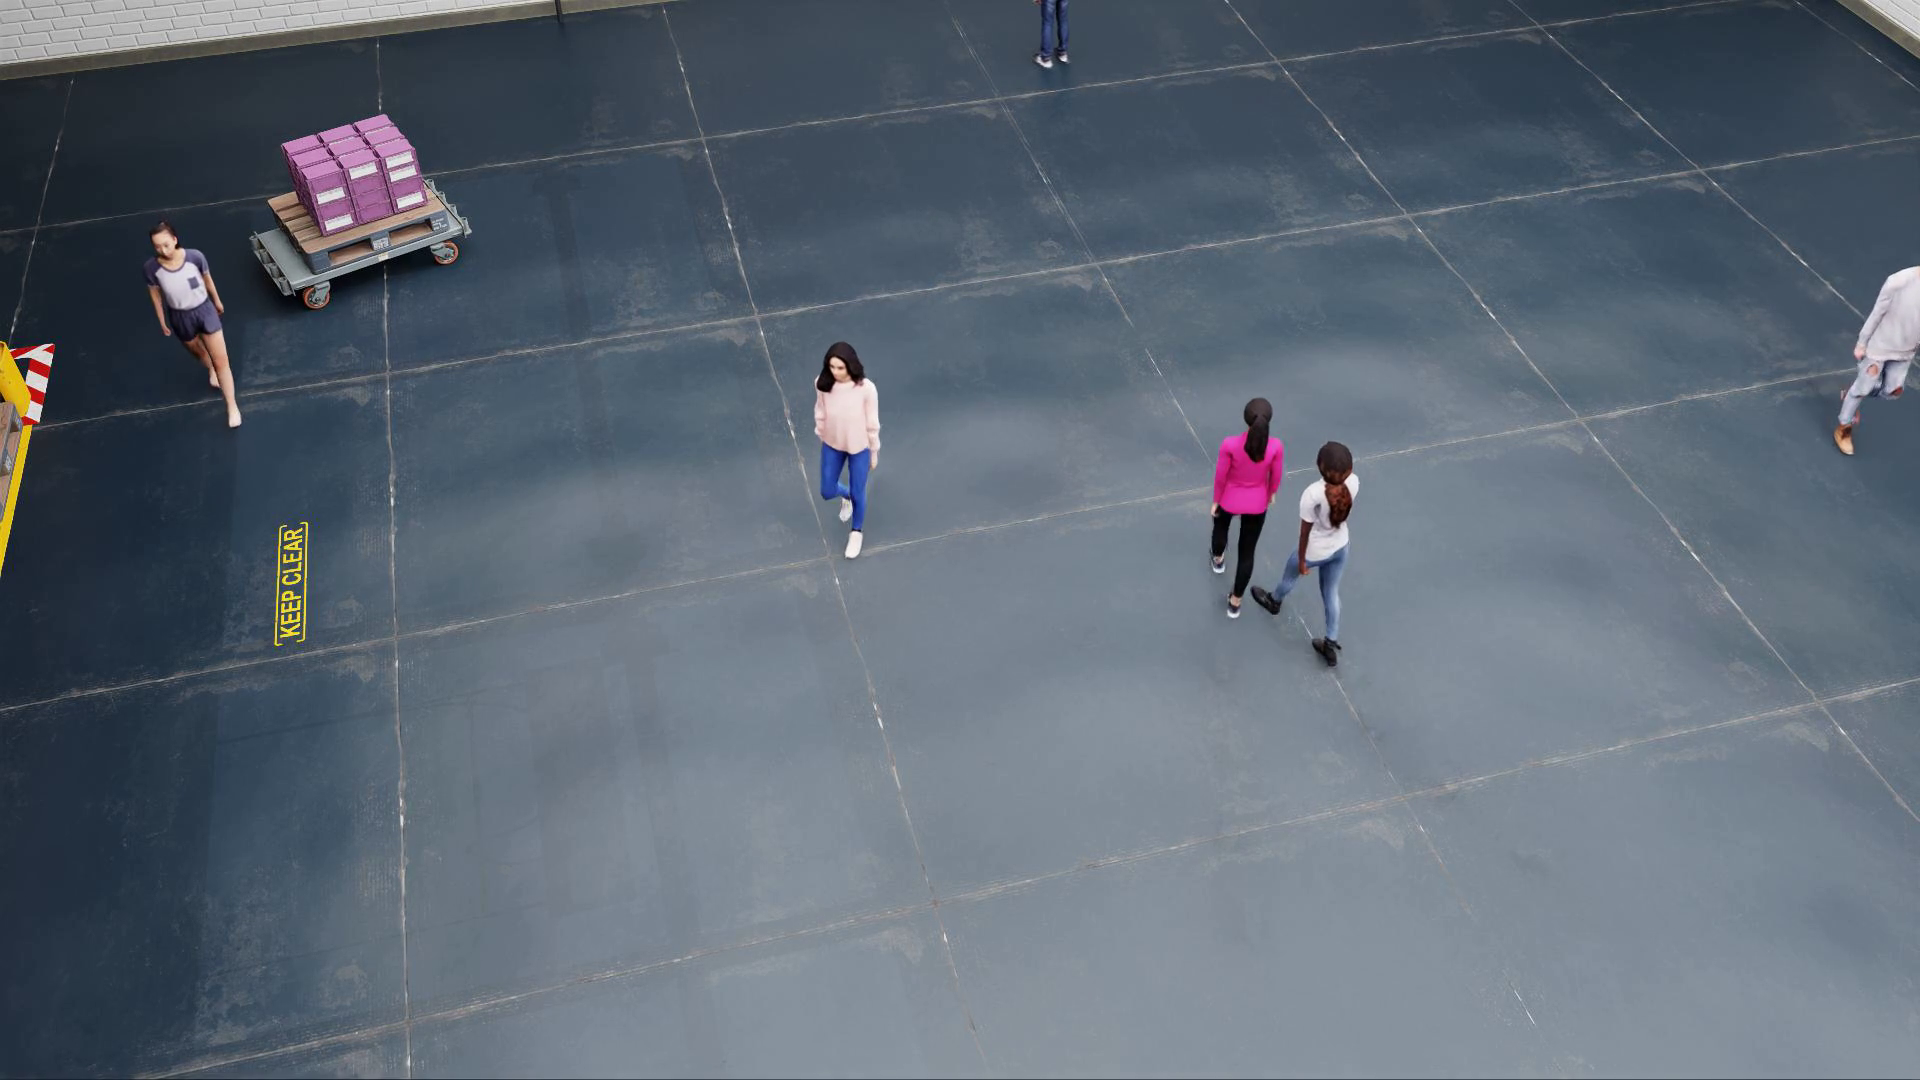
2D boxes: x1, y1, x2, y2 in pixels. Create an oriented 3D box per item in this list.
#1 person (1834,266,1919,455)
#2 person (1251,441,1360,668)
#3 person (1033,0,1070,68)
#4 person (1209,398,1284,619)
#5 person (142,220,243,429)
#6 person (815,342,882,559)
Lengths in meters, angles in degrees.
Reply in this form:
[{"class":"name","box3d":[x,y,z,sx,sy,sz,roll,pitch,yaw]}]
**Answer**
[{"class":"person","box3d":[6.776,-1.494,12.199,0.782,1.828,0.833,-1,44,-1]},{"class":"person","box3d":[2.360,0.110,10.618,0.703,1.685,1.066,-17,46,-17]},{"class":"person","box3d":[0.946,-5.526,16.623,0.586,1.563,0.590,-23,48,-22]},{"class":"person","box3d":[1.859,-0.170,10.919,0.781,1.676,0.985,3,44,4]},{"class":"person","box3d":[-5.808,-1.709,12.586,0.696,1.606,1.080,-15,46,-15]},{"class":"person","box3d":[-0.732,-0.678,11.393,0.825,1.759,0.892,11,45,12]}]
